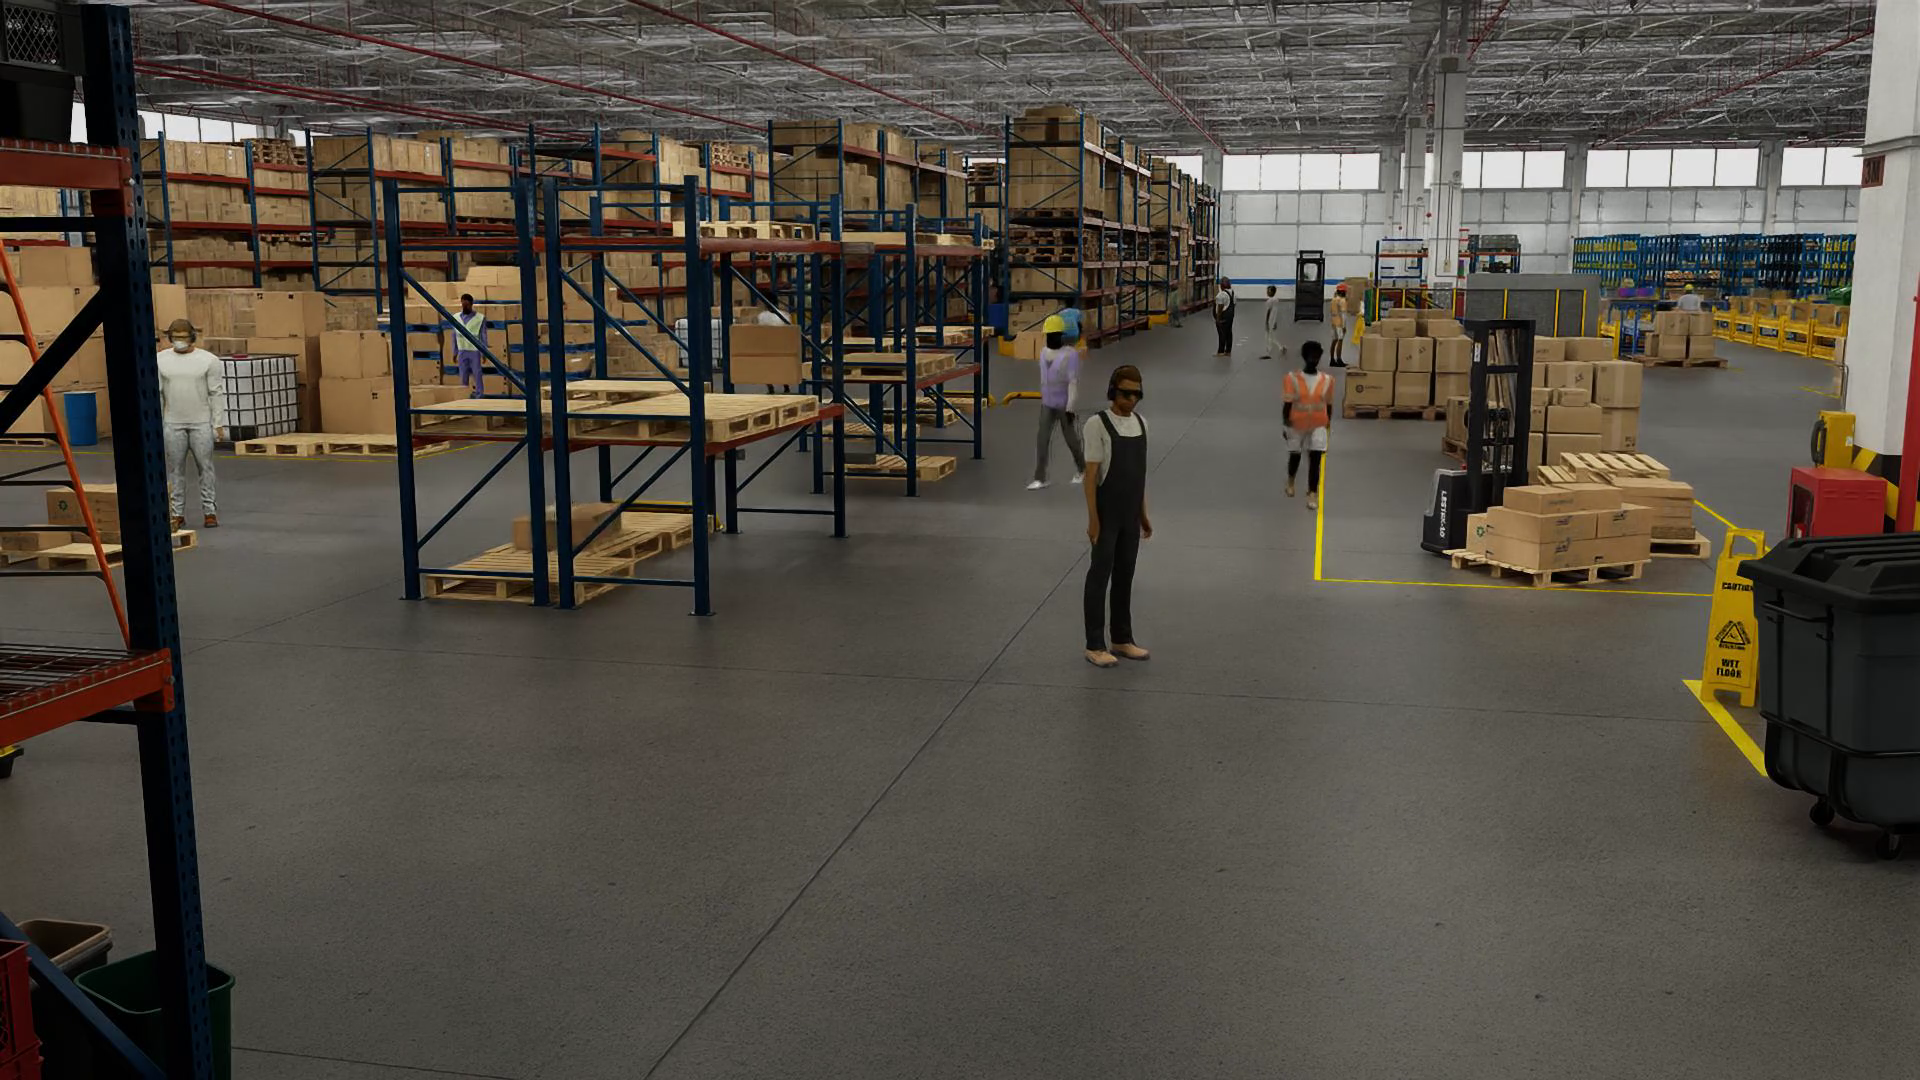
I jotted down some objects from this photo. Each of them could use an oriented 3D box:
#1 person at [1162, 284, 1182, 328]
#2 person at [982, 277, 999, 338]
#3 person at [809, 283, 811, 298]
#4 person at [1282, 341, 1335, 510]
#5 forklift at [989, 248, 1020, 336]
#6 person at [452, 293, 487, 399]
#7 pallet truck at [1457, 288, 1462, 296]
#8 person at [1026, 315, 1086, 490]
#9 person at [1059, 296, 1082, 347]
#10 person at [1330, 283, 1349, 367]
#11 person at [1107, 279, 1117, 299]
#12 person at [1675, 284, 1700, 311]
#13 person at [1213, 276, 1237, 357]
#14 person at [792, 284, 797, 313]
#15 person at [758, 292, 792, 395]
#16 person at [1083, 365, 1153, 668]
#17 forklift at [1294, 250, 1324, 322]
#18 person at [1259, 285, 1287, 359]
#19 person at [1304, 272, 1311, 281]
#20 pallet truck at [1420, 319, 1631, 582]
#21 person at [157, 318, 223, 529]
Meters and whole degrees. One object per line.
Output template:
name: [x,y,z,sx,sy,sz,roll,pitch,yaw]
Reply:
person: [7.671,-8.469,60.171,0.850,1.583,0.512,-1,10,-8]
person: [0.961,-7.348,52.584,0.643,1.913,0.410,-5,11,-28]
person: [-5.222,-8.784,60.807,0.624,2.006,0.653,-3,10,-17]
person: [3.458,-1.158,16.580,0.533,1.679,0.496,1,10,3]
forklift: [1.449,-7.822,52.528,1.129,2.768,1.873,2,10,12]
person: [-8.032,-3.075,27.264,0.587,1.919,0.391,1,10,8]
pallet truck: [20.506,-9.785,68.819,0.653,1.274,1.630,2,10,12]
person: [1.104,-1.506,18.099,0.594,1.884,0.970,9,13,42]
person: [2.344,-4.495,36.360,0.557,1.668,0.709,-4,10,-22]
person: [8.743,-4.949,38.299,0.377,1.938,0.547,-3,10,-19]
person: [7.735,-12.756,84.943,0.630,1.808,0.917,1,10,5]
person: [19.620,-6.006,44.939,0.627,1.800,0.807,2,10,10]
person: [6.702,-5.694,42.404,0.537,2.000,0.683,9,13,42]
person: [-7.564,-11.314,76.079,0.551,1.912,0.823,0,10,1]
person: [-3.230,-3.397,29.175,0.632,1.923,0.889,-2,10,-13]
person: [0.970,-0.148,10.166,0.506,1.839,0.343,-8,13,-40]
forklift: [13.778,-10.002,65.433,1.129,2.768,1.873,2,10,12]
person: [7.712,-5.353,40.949,0.662,1.849,0.531,6,11,31]
person: [14.482,-10.247,69.711,0.646,1.918,0.495,6,11,30]
pallet truck: [4.543,-0.757,13.299,0.823,1.965,1.885,-4,10,-22]
person: [-7.107,-1.067,15.319,0.629,1.937,0.373,-3,10,-17]
